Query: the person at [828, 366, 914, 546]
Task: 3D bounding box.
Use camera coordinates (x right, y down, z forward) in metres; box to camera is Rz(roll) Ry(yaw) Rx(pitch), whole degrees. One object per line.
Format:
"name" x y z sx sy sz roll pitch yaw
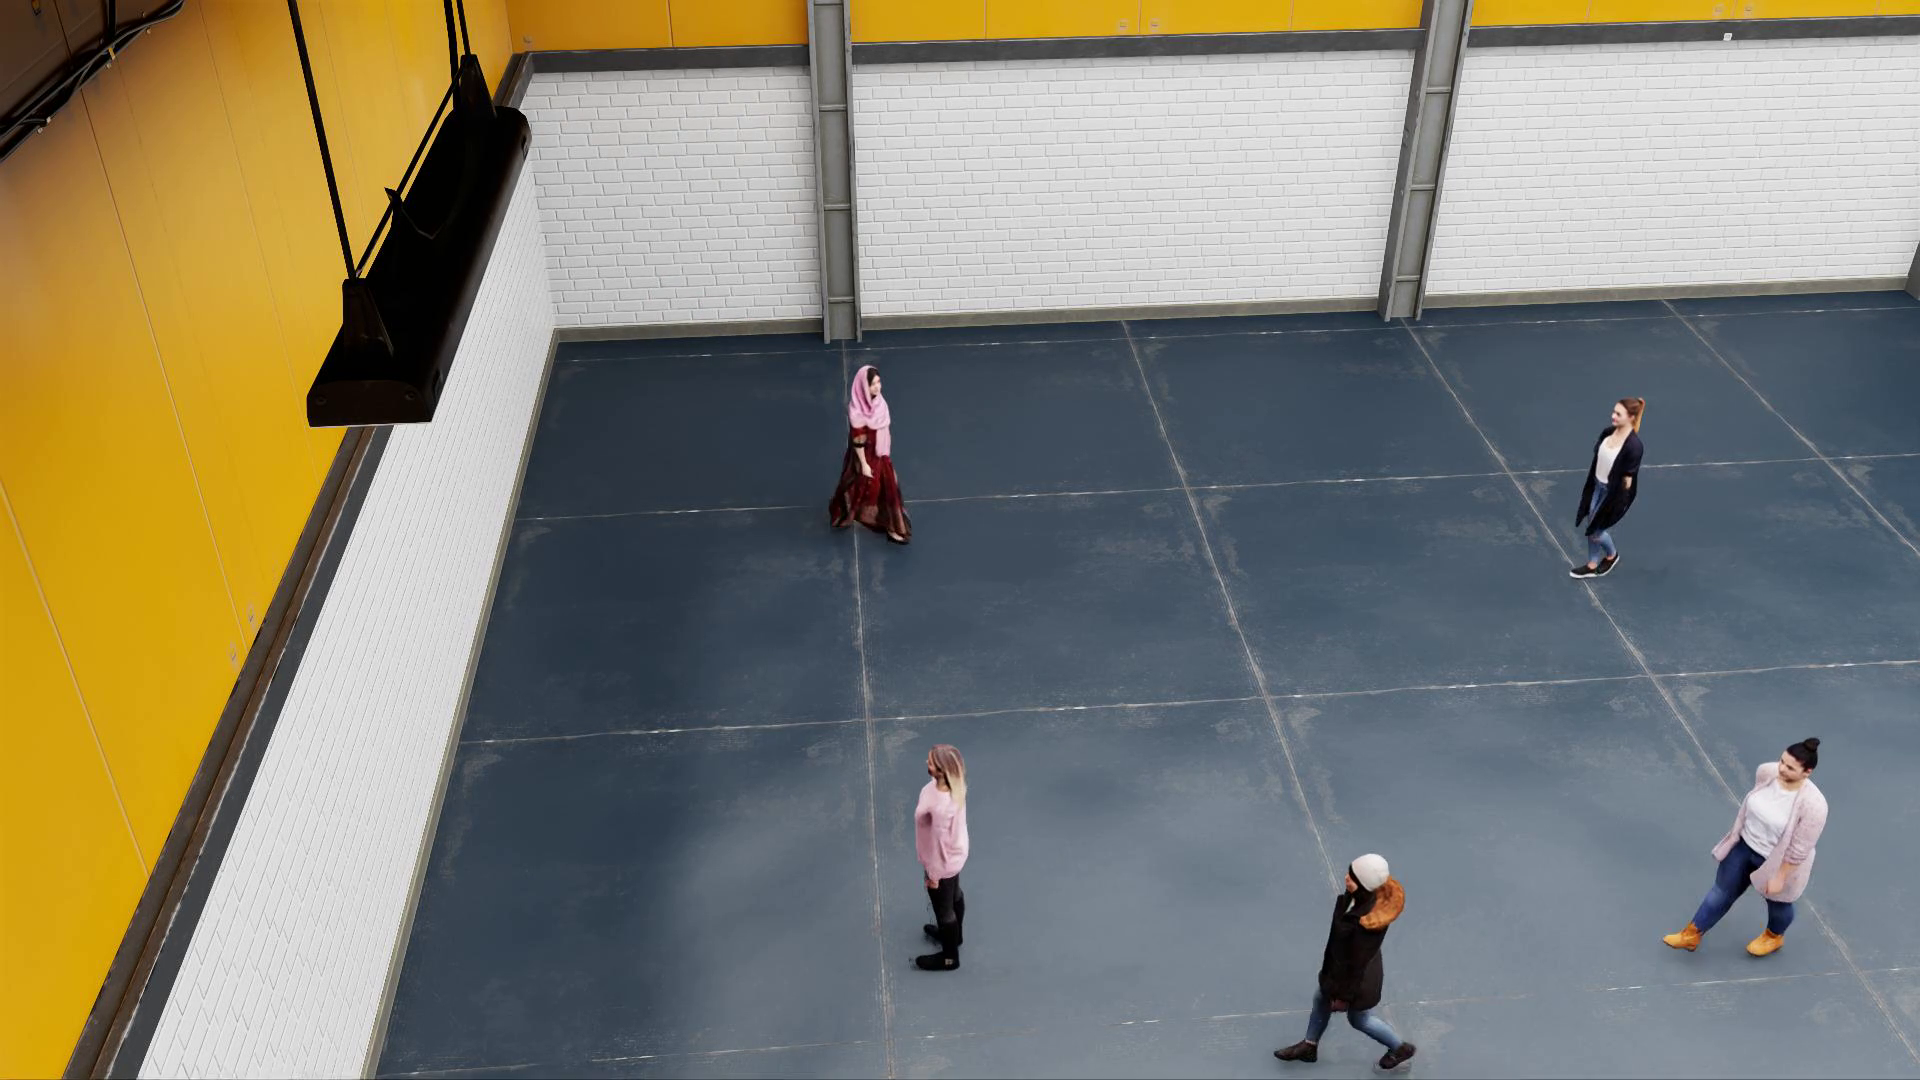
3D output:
"person" -0.850 -0.720 13.939 1.155 1.598 1.076 23 40 30

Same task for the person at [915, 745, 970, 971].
"person" -0.079 1.880 9.946 0.623 1.689 0.654 6 34 8

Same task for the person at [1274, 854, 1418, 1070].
"person" 2.265 2.401 9.235 1.020 1.608 0.635 -1 34 -2

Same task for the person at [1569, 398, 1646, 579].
"person" 5.297 -0.394 13.381 0.754 1.673 0.701 -9 35 -13

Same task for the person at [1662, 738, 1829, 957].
"person" 4.940 1.856 9.967 1.118 1.706 0.871 -12 35 -17
